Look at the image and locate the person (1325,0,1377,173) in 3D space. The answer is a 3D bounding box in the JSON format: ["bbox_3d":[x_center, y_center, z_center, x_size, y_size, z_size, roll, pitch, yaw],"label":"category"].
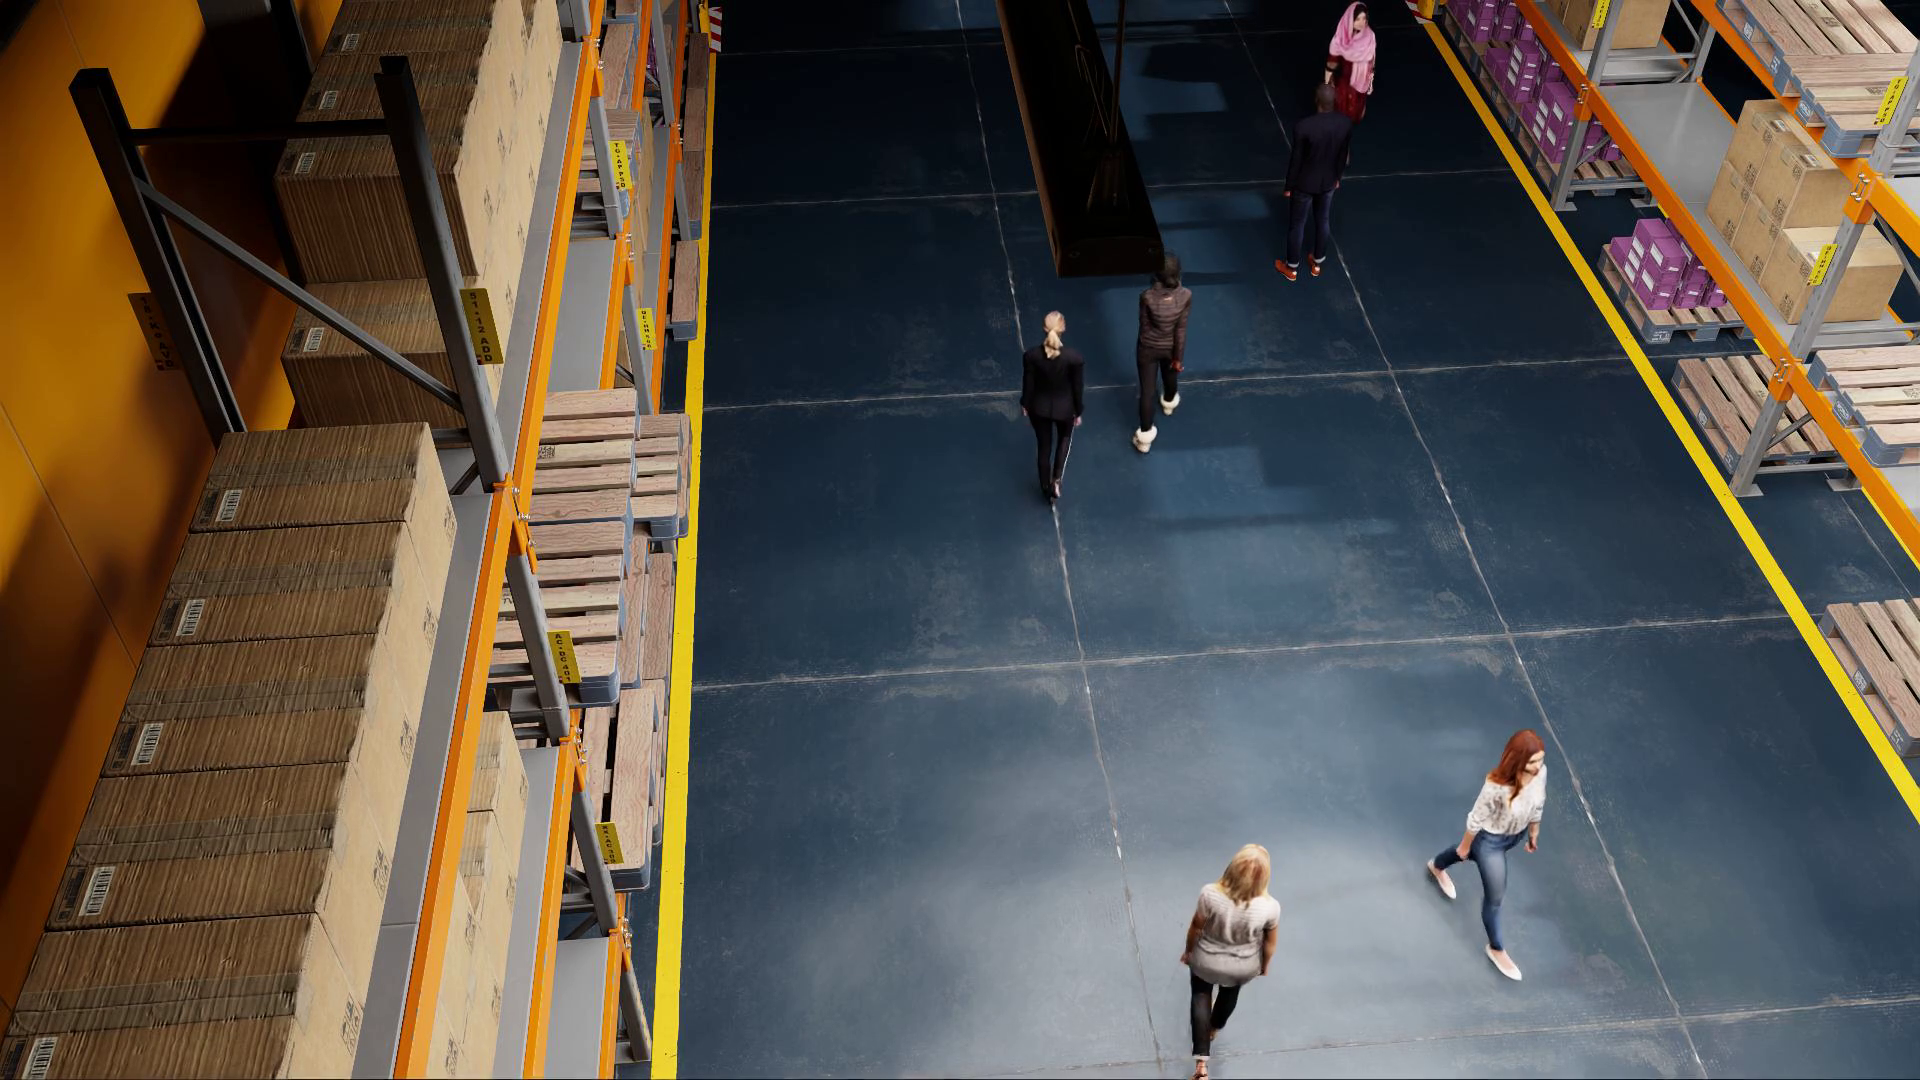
[{"bbox_3d":[3.630,-4.330,15.685,0.749,1.617,1.003,-10,45,-11],"label":"person"}]

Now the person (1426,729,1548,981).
[{"bbox_3d":[2.986,1.612,9.398,0.886,1.686,1.187,-19,47,-19],"label":"person"}]

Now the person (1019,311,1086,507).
[{"bbox_3d":[0.660,-0.876,11.999,0.680,1.699,0.657,5,44,5],"label":"person"}]

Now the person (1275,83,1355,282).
[{"bbox_3d":[3.024,-3.050,14.195,0.730,1.818,0.655,-10,45,-11],"label":"person"}]

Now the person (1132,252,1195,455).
[{"bbox_3d":[1.499,-1.564,12.750,0.636,1.660,1.051,-1,44,-1],"label":"person"}]

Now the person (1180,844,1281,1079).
[{"bbox_3d":[1.378,2.244,8.644,0.763,1.810,0.999,7,44,7],"label":"person"}]
